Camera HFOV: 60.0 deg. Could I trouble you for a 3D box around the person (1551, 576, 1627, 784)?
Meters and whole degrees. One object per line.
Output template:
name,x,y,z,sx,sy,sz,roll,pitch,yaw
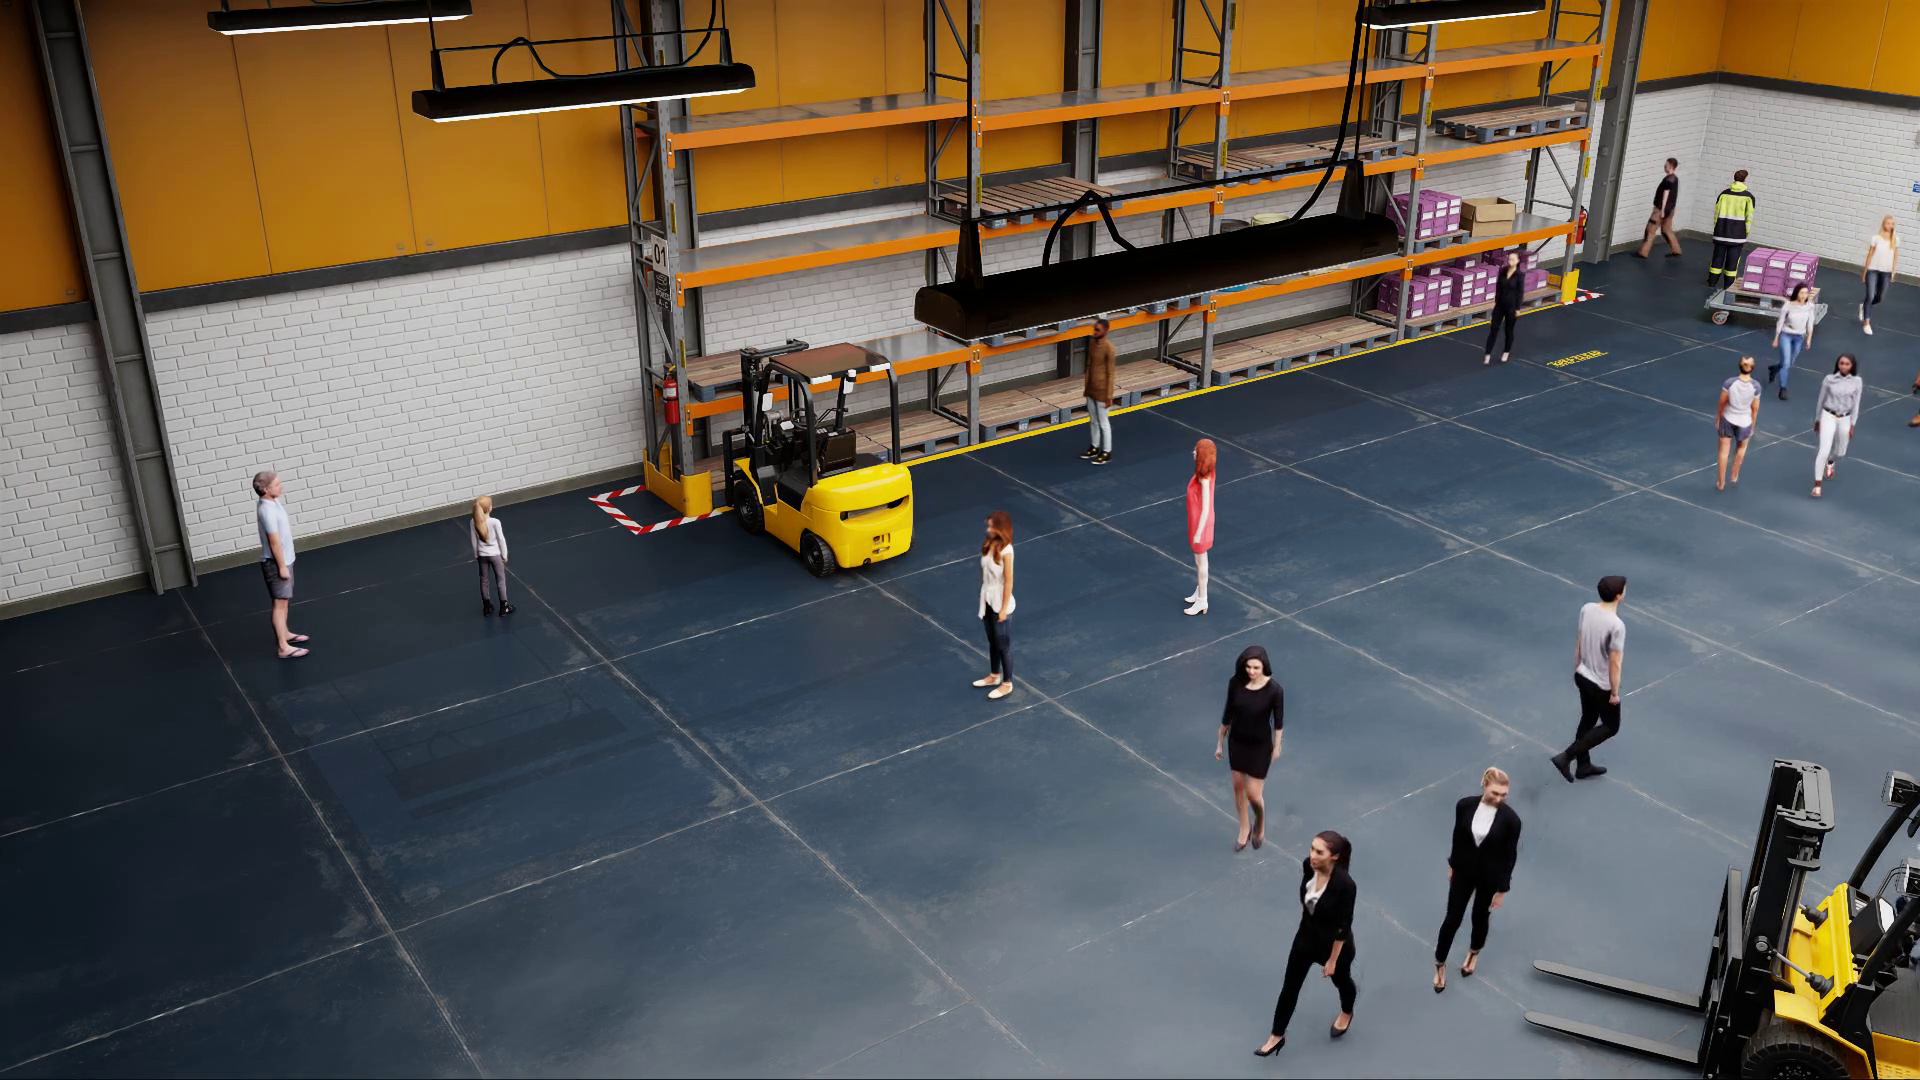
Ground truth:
person,5.102,1.158,13.488,0.964,1.855,0.843,-6,24,-13

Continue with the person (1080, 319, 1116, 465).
person,1.721,-1.841,20.399,0.537,1.815,0.631,-14,27,-30

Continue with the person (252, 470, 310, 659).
person,-6.452,0.206,15.698,0.661,1.830,0.702,-6,24,-14

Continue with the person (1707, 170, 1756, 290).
person,12.963,-5.236,27.955,0.844,1.983,0.772,17,29,34

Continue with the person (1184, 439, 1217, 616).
person,2.396,-0.143,16.498,0.719,1.828,0.662,4,24,9

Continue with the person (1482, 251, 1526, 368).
person,7.920,-3.335,23.983,0.730,1.682,0.944,20,31,39

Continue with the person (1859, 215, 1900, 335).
person,14.103,-4.105,25.608,1.010,1.791,1.041,3,24,7

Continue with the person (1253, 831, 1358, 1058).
person,2.384,2.555,10.593,1.044,1.614,0.609,-16,28,-33

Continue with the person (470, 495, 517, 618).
person,-4.673,0.150,16.513,0.578,1.279,0.641,3,24,7

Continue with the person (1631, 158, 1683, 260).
person,12.640,-5.883,29.648,0.944,1.812,1.076,17,29,34

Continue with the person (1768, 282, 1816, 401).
person,11.326,-2.751,22.744,1.041,1.603,1.041,0,24,0

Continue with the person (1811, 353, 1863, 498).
person,10.248,-1.373,19.468,0.873,1.702,1.028,11,26,23

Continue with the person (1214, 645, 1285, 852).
person,2.248,1.561,12.649,0.678,1.788,0.689,16,28,32

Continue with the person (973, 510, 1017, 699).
person,0.350,0.561,14.941,0.558,1.784,0.603,-12,26,-25

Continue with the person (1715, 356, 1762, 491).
person,9.109,-1.341,19.513,0.778,1.609,0.866,9,25,20

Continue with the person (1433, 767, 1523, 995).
person,3.526,2.252,11.204,0.773,1.678,0.863,16,28,32
